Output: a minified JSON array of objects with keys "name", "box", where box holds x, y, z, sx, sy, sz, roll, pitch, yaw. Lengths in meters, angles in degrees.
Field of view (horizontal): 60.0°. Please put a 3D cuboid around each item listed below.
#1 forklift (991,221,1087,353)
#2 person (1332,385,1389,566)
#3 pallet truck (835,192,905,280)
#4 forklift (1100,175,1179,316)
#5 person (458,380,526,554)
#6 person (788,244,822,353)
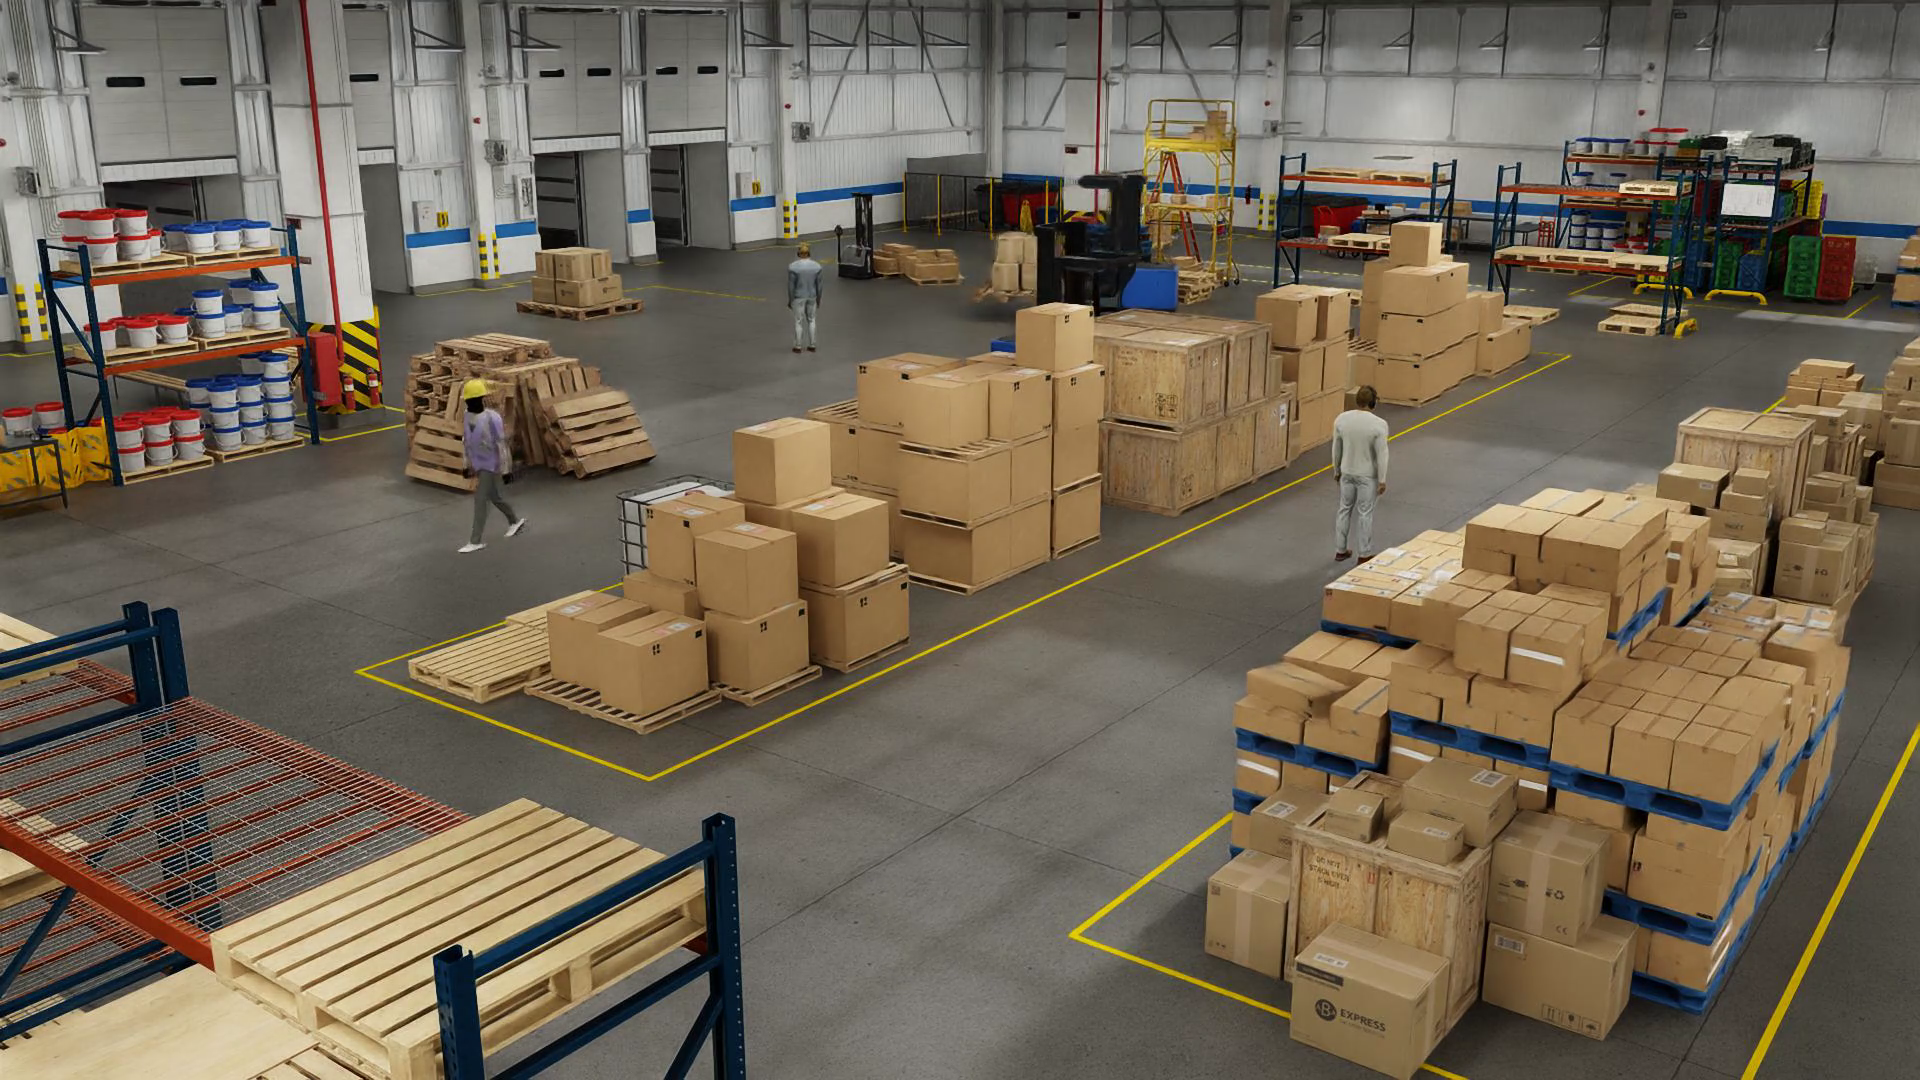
[{"name":"forklift","box":[1.462,-3.273,24.612,1.873,2.768,1.129,12,21,35]},{"name":"person","box":[4.247,-0.690,17.662,0.636,1.938,0.355,15,23,41]},{"name":"pallet truck","box":[-1.936,-7.159,38.982,1.885,1.965,0.823,-12,21,-34]},{"name":"forklift","box":[3.397,-5.774,32.894,1.873,2.768,1.129,3,17,10]},{"name":"person","box":[-5.205,-0.863,18.334,0.603,1.888,0.965,12,21,36]},{"name":"person","box":[-2.759,-4.291,29.619,0.633,1.928,0.389,-8,19,-25]}]
